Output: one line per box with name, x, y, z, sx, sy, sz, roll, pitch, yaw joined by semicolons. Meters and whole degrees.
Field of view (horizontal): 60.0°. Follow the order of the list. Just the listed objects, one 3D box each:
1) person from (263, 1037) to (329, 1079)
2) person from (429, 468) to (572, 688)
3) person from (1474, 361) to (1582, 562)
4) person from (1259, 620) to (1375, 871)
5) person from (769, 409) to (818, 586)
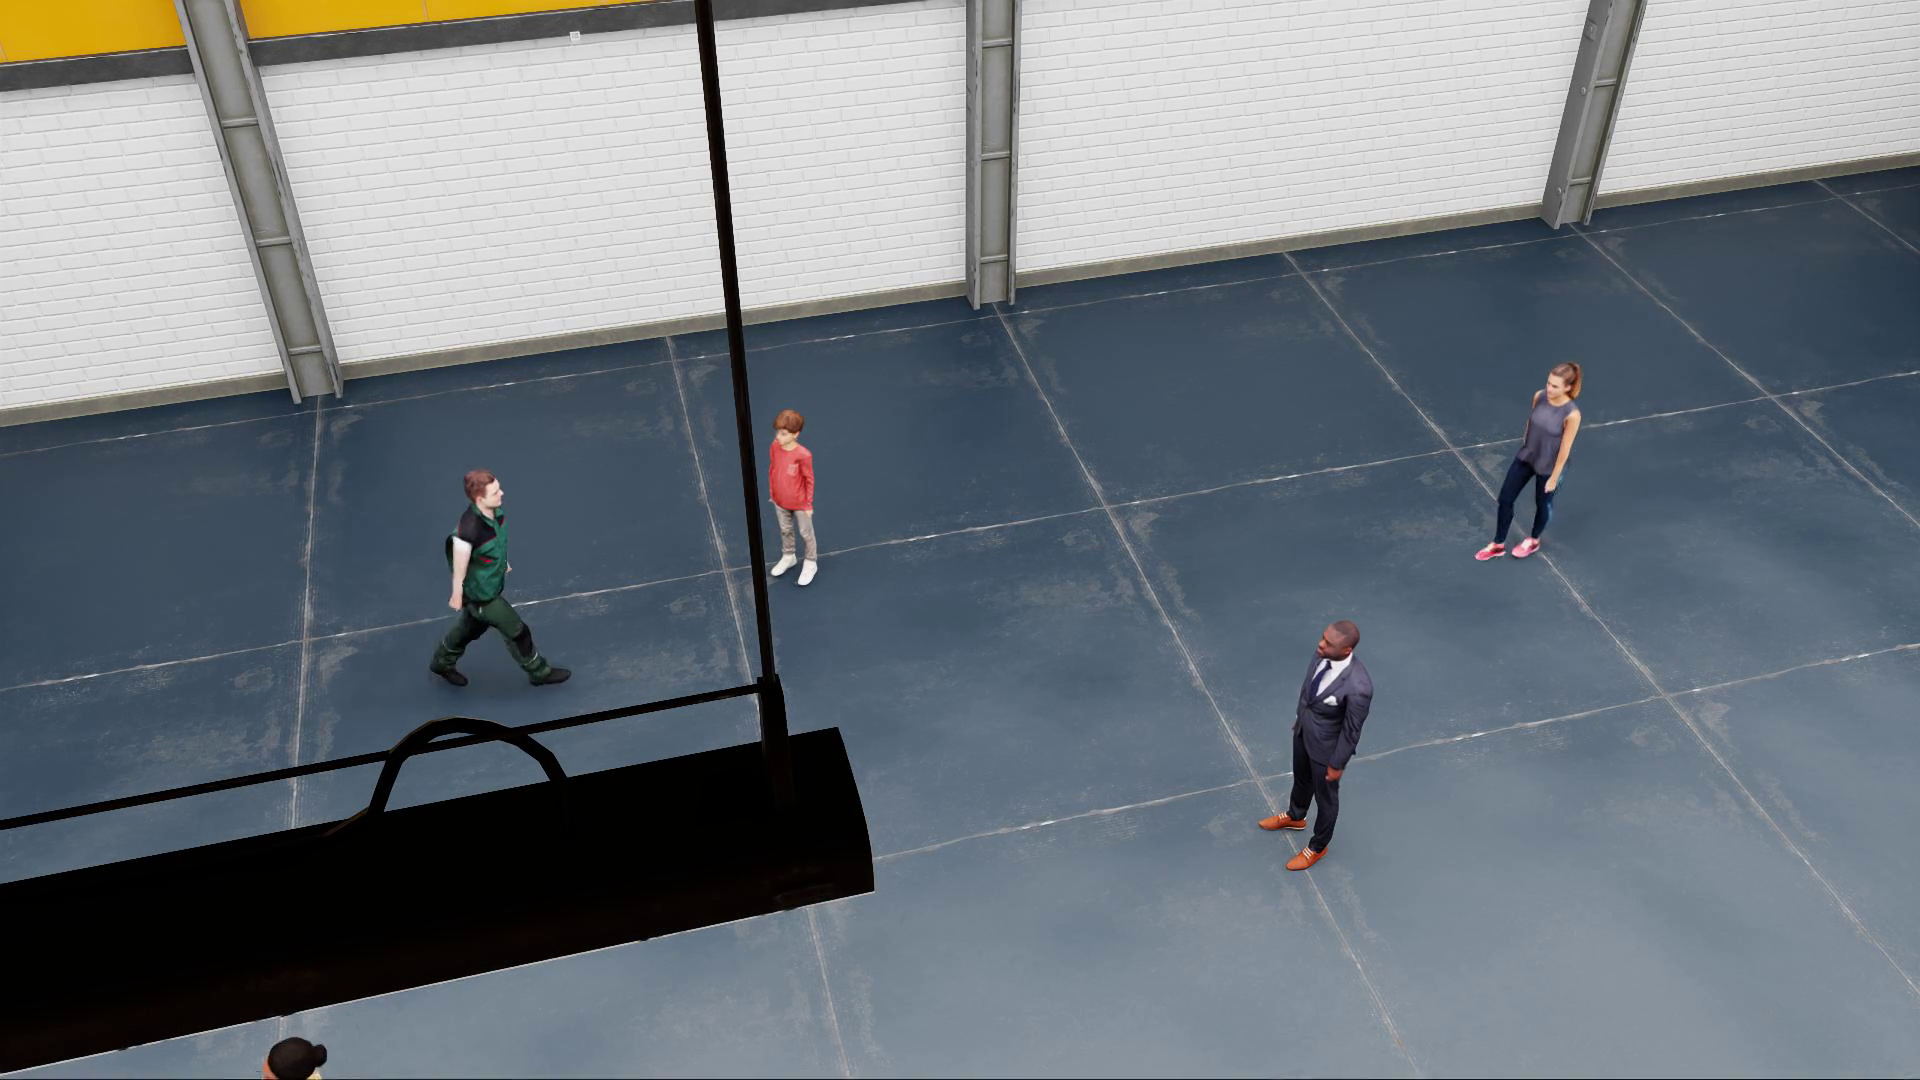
person;-2.913;2.833;7.822;0.777;1.647;0.701;-22;44;-25
person;-3.212;0.314;10.872;1.267;1.777;0.879;2;39;2
person;4.270;-0.572;12.038;0.877;1.707;0.730;-22;44;-25
person;2.131;1.166;9.767;0.605;1.824;0.691;-12;40;-14
person;-1.200;-0.322;11.958;0.597;1.416;0.658;20;43;23
